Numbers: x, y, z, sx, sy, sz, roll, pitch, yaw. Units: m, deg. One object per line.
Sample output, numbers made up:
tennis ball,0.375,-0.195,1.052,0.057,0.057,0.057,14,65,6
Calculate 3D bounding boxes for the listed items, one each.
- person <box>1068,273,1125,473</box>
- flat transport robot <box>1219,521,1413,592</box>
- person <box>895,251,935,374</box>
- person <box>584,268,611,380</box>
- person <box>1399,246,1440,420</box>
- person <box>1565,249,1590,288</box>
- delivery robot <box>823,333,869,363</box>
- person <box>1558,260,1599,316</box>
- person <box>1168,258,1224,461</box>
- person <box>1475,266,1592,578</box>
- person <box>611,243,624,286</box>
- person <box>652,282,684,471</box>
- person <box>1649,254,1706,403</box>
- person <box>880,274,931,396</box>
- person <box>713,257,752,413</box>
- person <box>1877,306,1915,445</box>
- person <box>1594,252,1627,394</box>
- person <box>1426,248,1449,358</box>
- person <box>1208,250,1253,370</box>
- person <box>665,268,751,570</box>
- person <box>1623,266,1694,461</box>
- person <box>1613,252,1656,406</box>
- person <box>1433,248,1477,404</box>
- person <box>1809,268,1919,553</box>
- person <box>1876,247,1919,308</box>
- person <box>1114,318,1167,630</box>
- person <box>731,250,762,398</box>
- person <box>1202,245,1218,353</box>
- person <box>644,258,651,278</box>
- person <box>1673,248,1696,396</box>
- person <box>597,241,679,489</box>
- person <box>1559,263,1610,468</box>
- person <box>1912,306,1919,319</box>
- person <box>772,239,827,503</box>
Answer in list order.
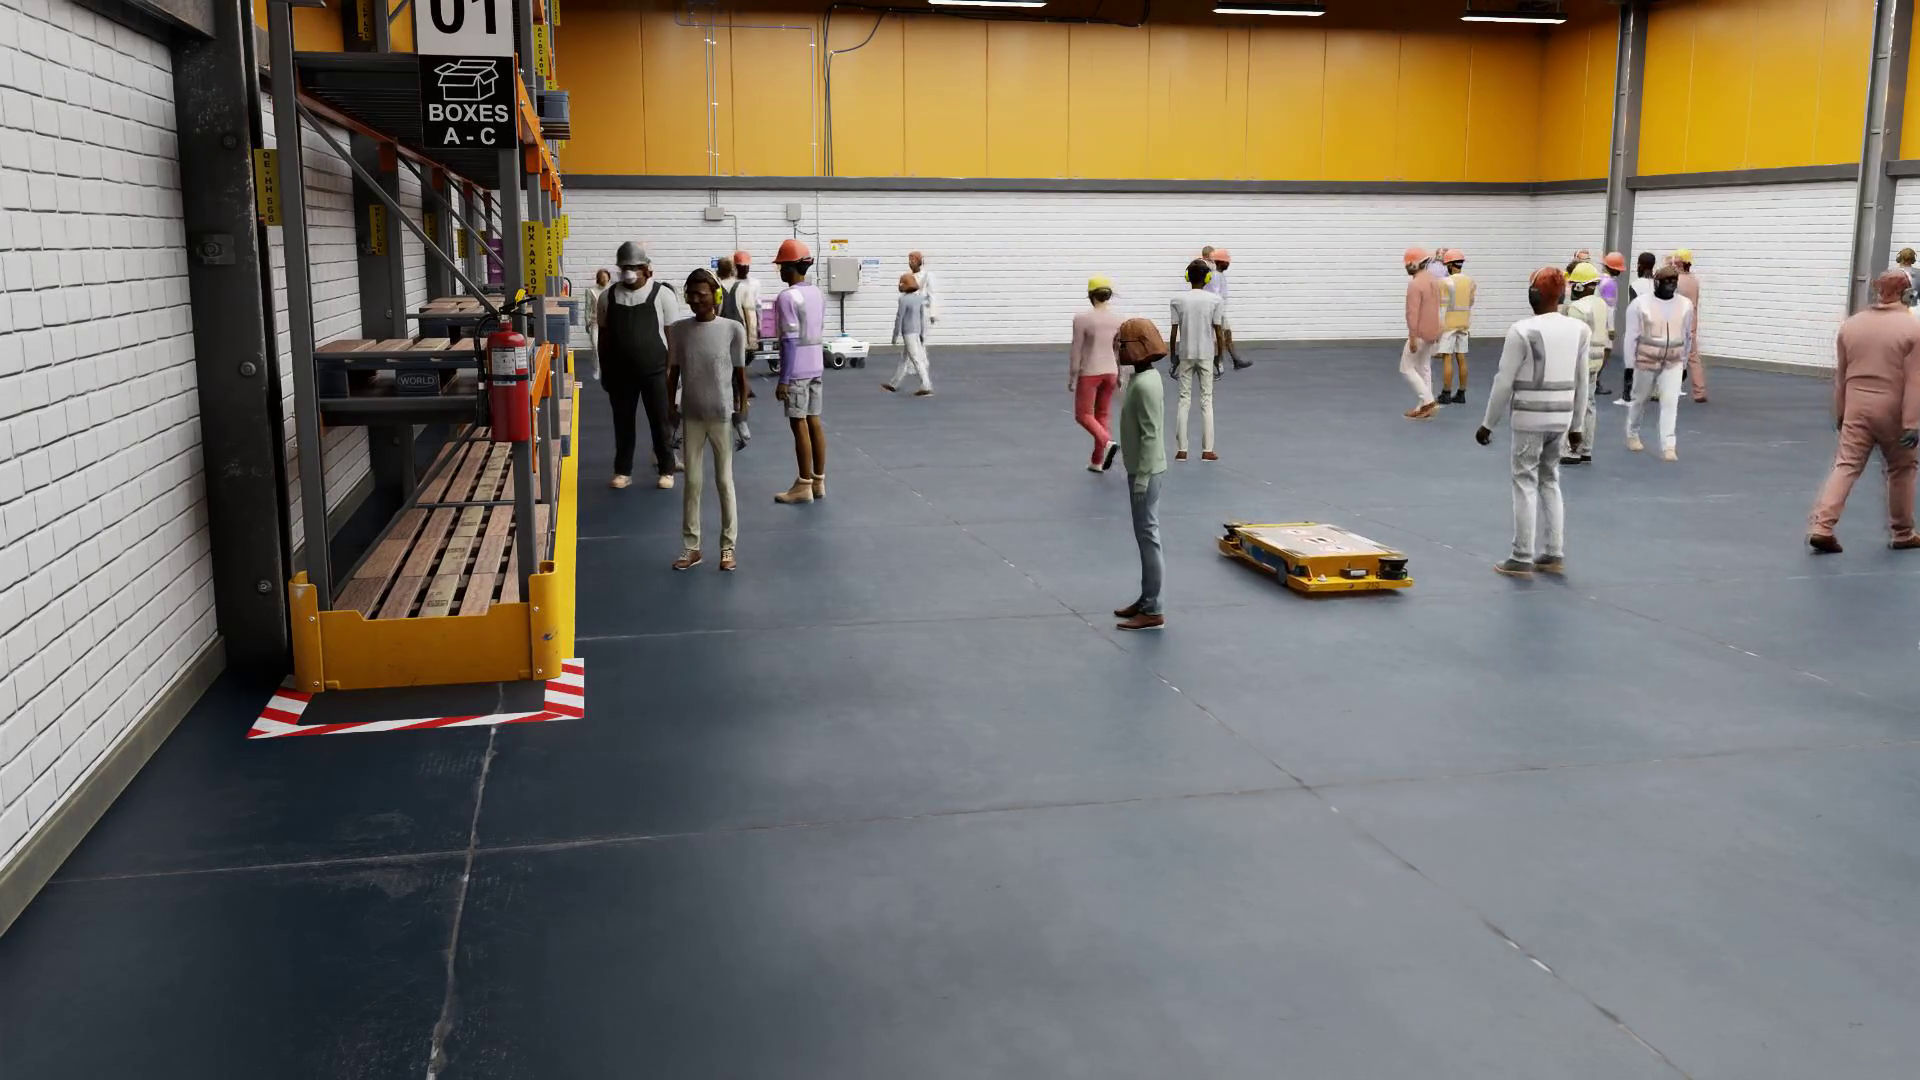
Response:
person,1.229,-1.427,14.402,0.523,1.754,0.582,-5,11,-27
flat transport robot,2.143,0.081,10.163,0.652,0.197,1.431,-2,10,-12
person,-0.724,-3.440,25.269,0.598,1.852,0.822,9,13,40
person,-5.100,-3.067,23.808,0.524,1.626,0.369,-5,11,-24
person,5.167,-2.319,18.745,0.479,1.970,0.664,9,13,40
person,9.211,-3.374,24.803,0.647,1.902,0.399,-8,13,-36
delivery robot,-1.807,-3.041,26.415,0.707,0.478,0.477,-5,11,-27
person,6.849,-2.202,18.550,0.499,1.816,1.032,2,10,13
person,2.182,-1.655,15.351,0.513,1.872,0.328,3,11,14
person,3.457,-0.695,10.008,0.600,1.880,0.435,-4,11,-22
person,-5.343,-3.856,27.198,0.734,2.009,0.531,-5,11,-24
person,-2.590,-1.459,14.834,0.327,1.668,0.679,-8,13,-39
person,9.086,-2.658,20.974,0.686,1.860,0.693,-7,12,-32
person,-0.711,-2.685,21.814,0.842,1.579,0.519,6,12,28
person,-2.755,-2.399,19.582,0.546,1.826,0.716,-3,11,-17
person,9.126,-1.740,16.296,0.316,1.697,0.542,-7,13,-35
person,8.531,-2.876,22.117,0.362,1.885,0.789,0,10,1
person,8.317,-4.115,28.888,0.399,1.905,0.642,-1,10,-3
person,4.084,-3.608,26.143,1.014,1.881,0.570,5,11,24
person,-1.561,-0.737,10.279,0.535,1.864,0.309,1,10,5
person,6.581,-1.682,15.742,0.641,1.807,0.963,1,10,5
person,8.391,-2.556,20.278,0.597,1.901,0.797,-4,11,-20
person,6.132,-2.653,20.706,0.543,1.933,0.363,-5,11,-25
person,5.972,-0.831,10.821,0.971,1.866,0.654,-5,12,-27
person,12.758,-2.989,22.552,0.636,1.939,0.364,4,11,21
person,0.950,-0.345,8.743,0.268,1.632,0.507,1,10,4
person,-2.871,-2.833,21.772,0.548,1.914,0.764,-7,12,-32
person,4.445,-4.363,30.177,0.375,1.936,0.627,-3,11,-15
person,-5.022,-3.458,25.623,1.012,1.780,0.637,-10,14,-43
person,9.410,-2.860,21.867,0.369,1.927,0.588,2,11,13
person,-2.649,-1.425,13.604,0.680,2.000,0.535,1,10,4
person,5.561,-1.564,14.950,0.404,1.833,0.588,10,14,43
person,7.732,-1.223,12.968,0.643,1.886,1.066,9,14,42
person,-1.264,-1.302,12.912,0.394,2.044,0.609,4,11,22
